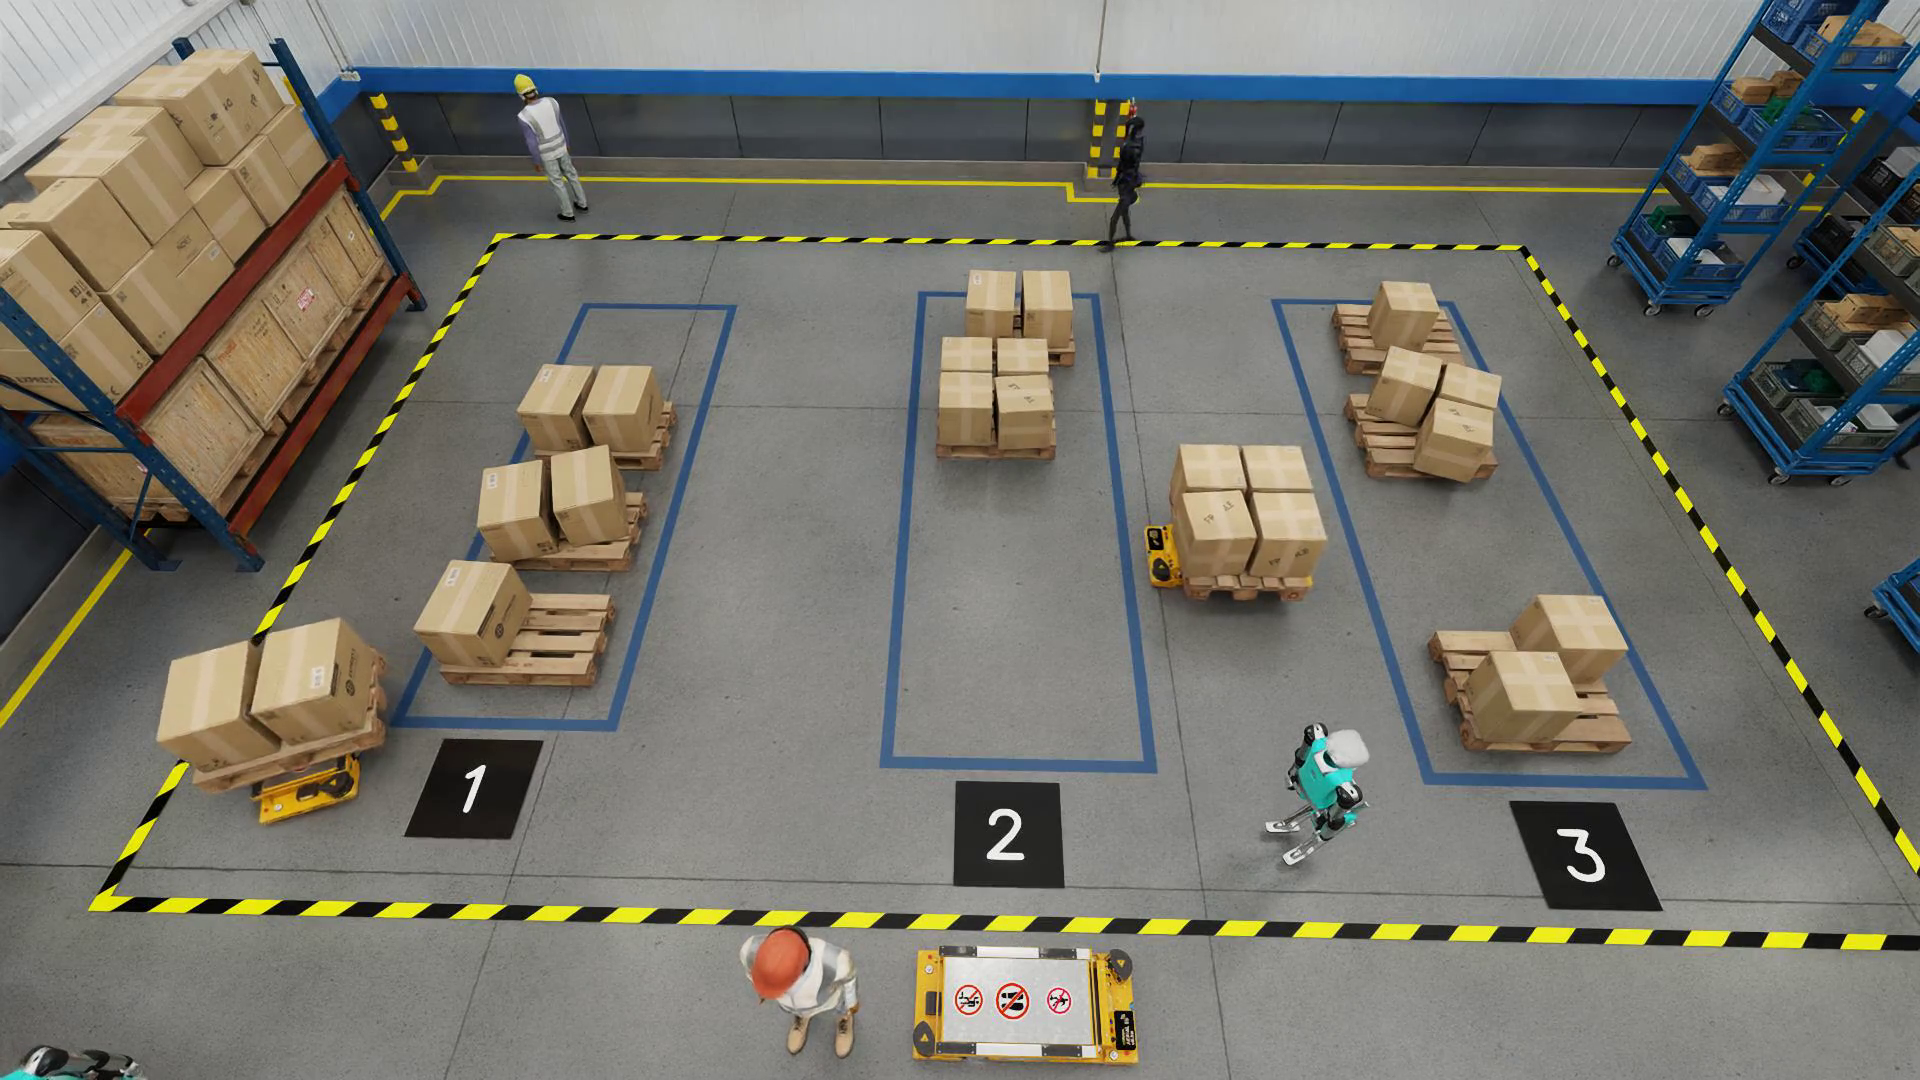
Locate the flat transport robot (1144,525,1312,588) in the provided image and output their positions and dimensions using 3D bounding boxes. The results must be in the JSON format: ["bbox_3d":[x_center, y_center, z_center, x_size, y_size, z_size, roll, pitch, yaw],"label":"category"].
[{"bbox_3d":[2.442,0.119,8.371,1.431,0.197,0.652,1,51,1],"label":"flat transport robot"}]

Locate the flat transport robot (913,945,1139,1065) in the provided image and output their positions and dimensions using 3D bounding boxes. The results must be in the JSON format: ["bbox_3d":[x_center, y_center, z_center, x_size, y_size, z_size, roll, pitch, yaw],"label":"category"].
[{"bbox_3d":[0.422,3.041,6.007,1.431,0.231,0.659,1,51,1],"label":"flat transport robot"}]

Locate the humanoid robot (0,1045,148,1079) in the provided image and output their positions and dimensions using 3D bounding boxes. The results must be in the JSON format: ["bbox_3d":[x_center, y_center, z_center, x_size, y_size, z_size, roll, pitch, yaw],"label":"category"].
[{"bbox_3d":[-5.012,3.062,5.079,0.962,1.764,0.565,16,53,13],"label":"humanoid robot"}]

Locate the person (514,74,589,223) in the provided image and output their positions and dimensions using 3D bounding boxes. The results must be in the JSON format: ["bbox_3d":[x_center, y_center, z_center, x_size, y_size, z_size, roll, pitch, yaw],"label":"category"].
[{"bbox_3d":[-5.120,-4.863,11.448,0.404,1.821,0.589,26,55,19],"label":"person"}]

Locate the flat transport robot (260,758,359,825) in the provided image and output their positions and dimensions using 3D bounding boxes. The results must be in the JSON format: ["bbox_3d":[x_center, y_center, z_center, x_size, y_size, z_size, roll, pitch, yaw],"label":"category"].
[{"bbox_3d":[-5.150,1.473,7.267,0.652,0.197,1.431,-16,53,-13],"label":"flat transport robot"}]

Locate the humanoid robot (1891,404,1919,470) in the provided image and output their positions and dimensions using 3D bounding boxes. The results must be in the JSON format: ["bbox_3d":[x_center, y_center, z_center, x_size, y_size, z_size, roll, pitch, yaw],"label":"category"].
[{"bbox_3d":[9.557,-1.445,8.769,0.627,1.632,0.614,18,53,14],"label":"humanoid robot"}]

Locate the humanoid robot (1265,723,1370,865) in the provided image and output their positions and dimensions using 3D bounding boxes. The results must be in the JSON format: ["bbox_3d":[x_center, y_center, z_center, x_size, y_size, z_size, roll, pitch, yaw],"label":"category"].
[{"bbox_3d":[2.506,1.683,6.081,0.735,1.674,0.533,-11,52,-9],"label":"humanoid robot"}]

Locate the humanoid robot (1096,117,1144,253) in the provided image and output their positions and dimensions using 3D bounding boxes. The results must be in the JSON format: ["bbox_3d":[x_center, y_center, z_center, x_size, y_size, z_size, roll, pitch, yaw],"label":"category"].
[{"bbox_3d":[1.975,-4.296,11.083,0.567,1.640,0.599,-7,51,-6],"label":"humanoid robot"}]

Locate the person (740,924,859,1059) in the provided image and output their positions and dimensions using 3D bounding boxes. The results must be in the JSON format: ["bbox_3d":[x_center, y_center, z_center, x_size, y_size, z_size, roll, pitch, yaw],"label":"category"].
[{"bbox_3d":[-0.875,2.603,5.227,0.609,2.031,0.400,5,51,4],"label":"person"}]
